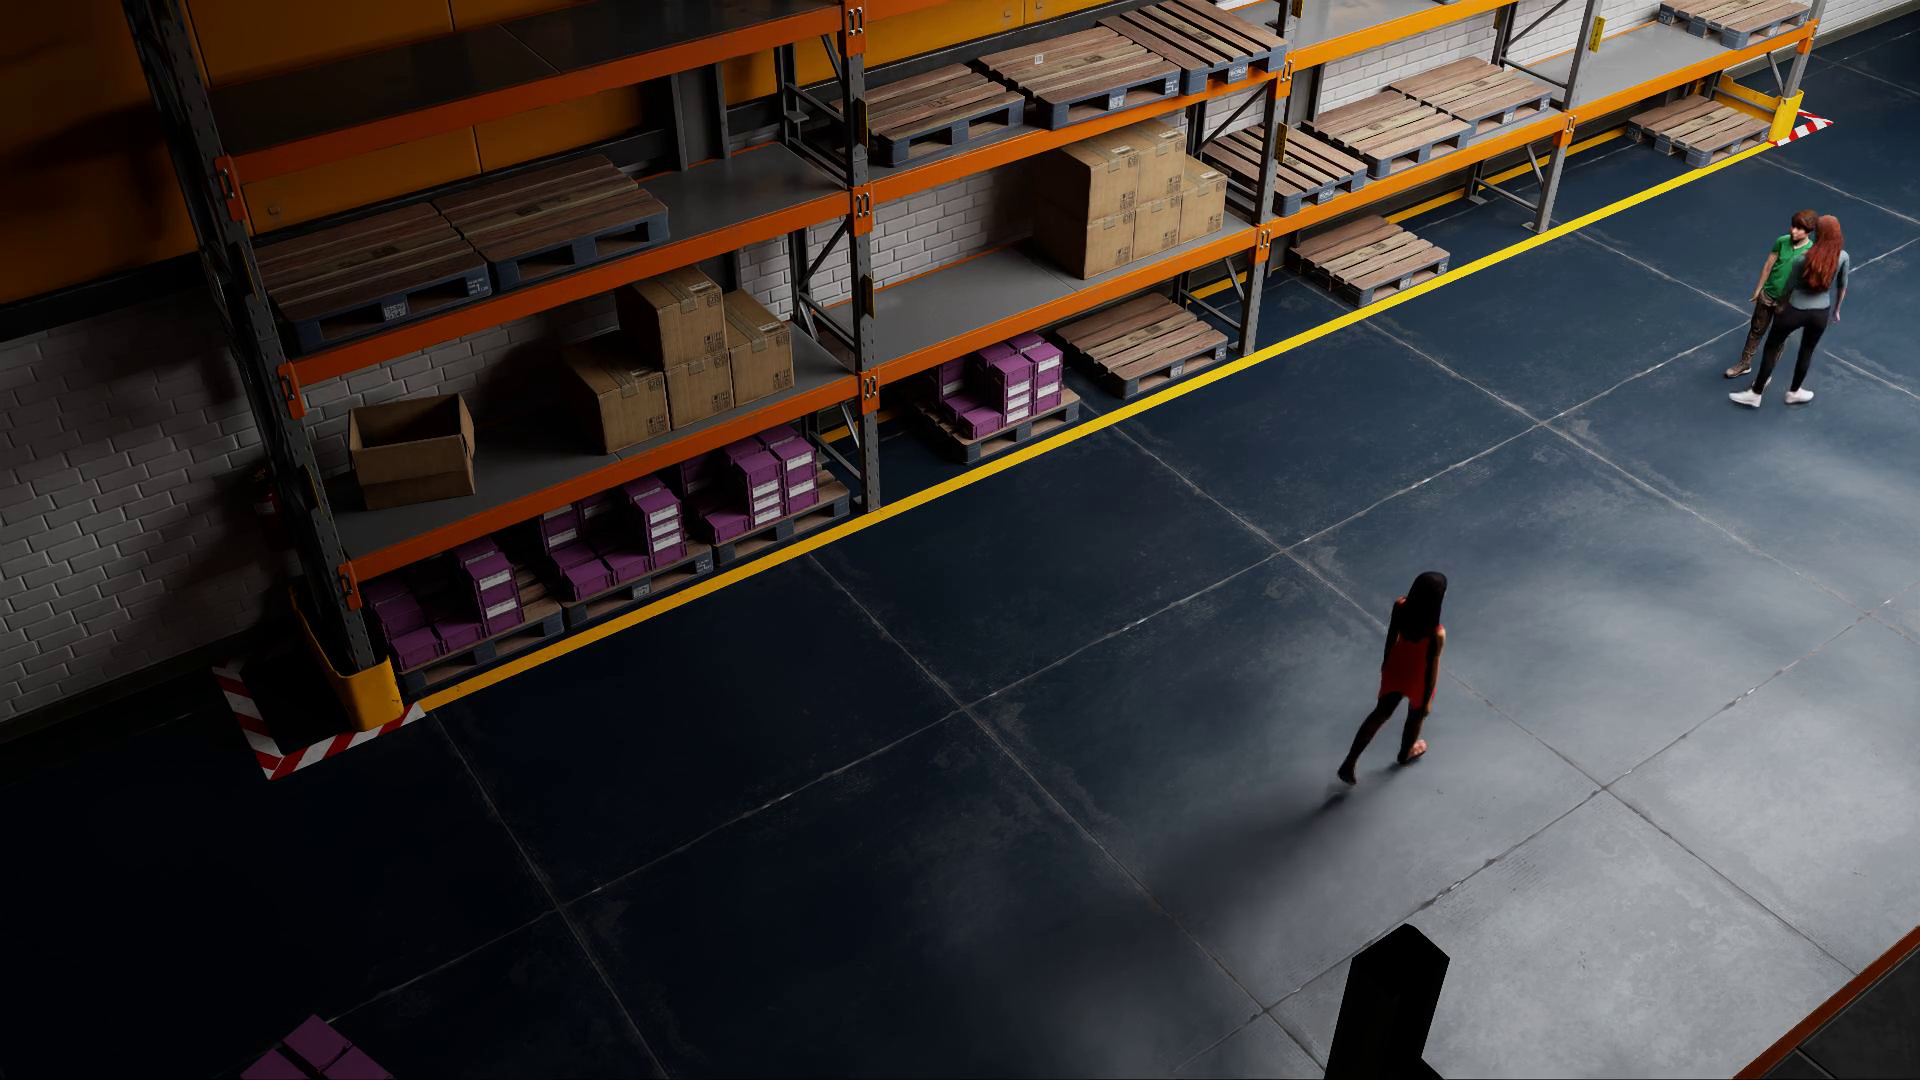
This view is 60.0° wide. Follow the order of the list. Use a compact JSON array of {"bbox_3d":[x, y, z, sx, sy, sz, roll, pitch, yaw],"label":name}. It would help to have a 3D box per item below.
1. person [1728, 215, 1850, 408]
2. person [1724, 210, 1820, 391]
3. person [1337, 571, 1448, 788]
[{"bbox_3d":[7.069,-1.863,13.823,0.876,1.726,0.986,12,40,15],"label":"person"},{"bbox_3d":[6.978,-2.064,14.135,0.522,1.651,0.573,-25,45,-28],"label":"person"},{"bbox_3d":[2.738,0.893,10.399,1.047,1.692,0.611,-25,45,-28],"label":"person"}]
